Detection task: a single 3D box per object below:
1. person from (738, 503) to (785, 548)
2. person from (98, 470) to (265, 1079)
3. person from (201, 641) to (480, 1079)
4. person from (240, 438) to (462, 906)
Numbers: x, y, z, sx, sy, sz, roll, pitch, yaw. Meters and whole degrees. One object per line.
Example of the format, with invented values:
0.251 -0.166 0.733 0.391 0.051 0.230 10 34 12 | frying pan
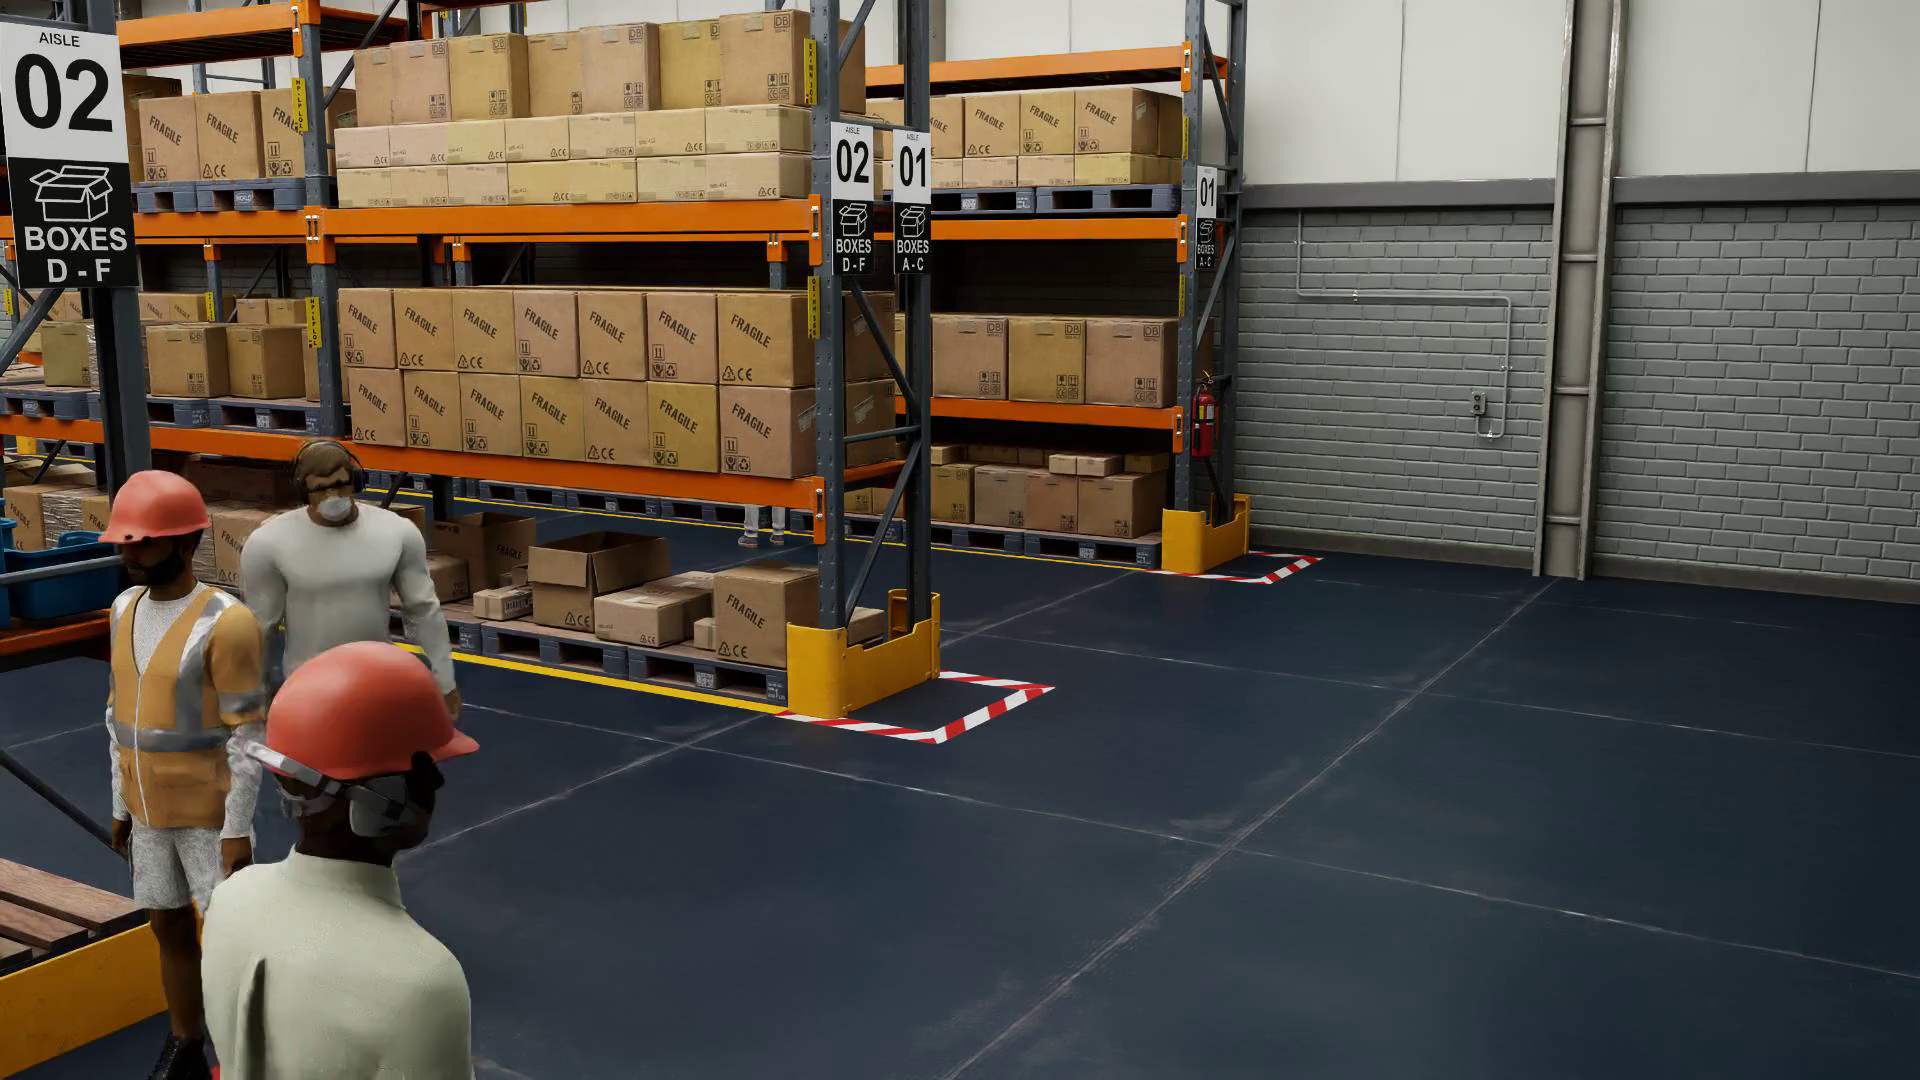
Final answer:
-1.741 -0.870 14.497 0.574 1.883 0.356 -5 11 -26 | person
-2.244 0.759 4.794 0.545 1.940 0.352 4 10 22 | person
-0.921 1.132 2.503 0.618 1.981 0.503 7 12 36 | person
-2.199 0.561 6.096 0.721 1.879 0.912 -8 12 -38 | person
